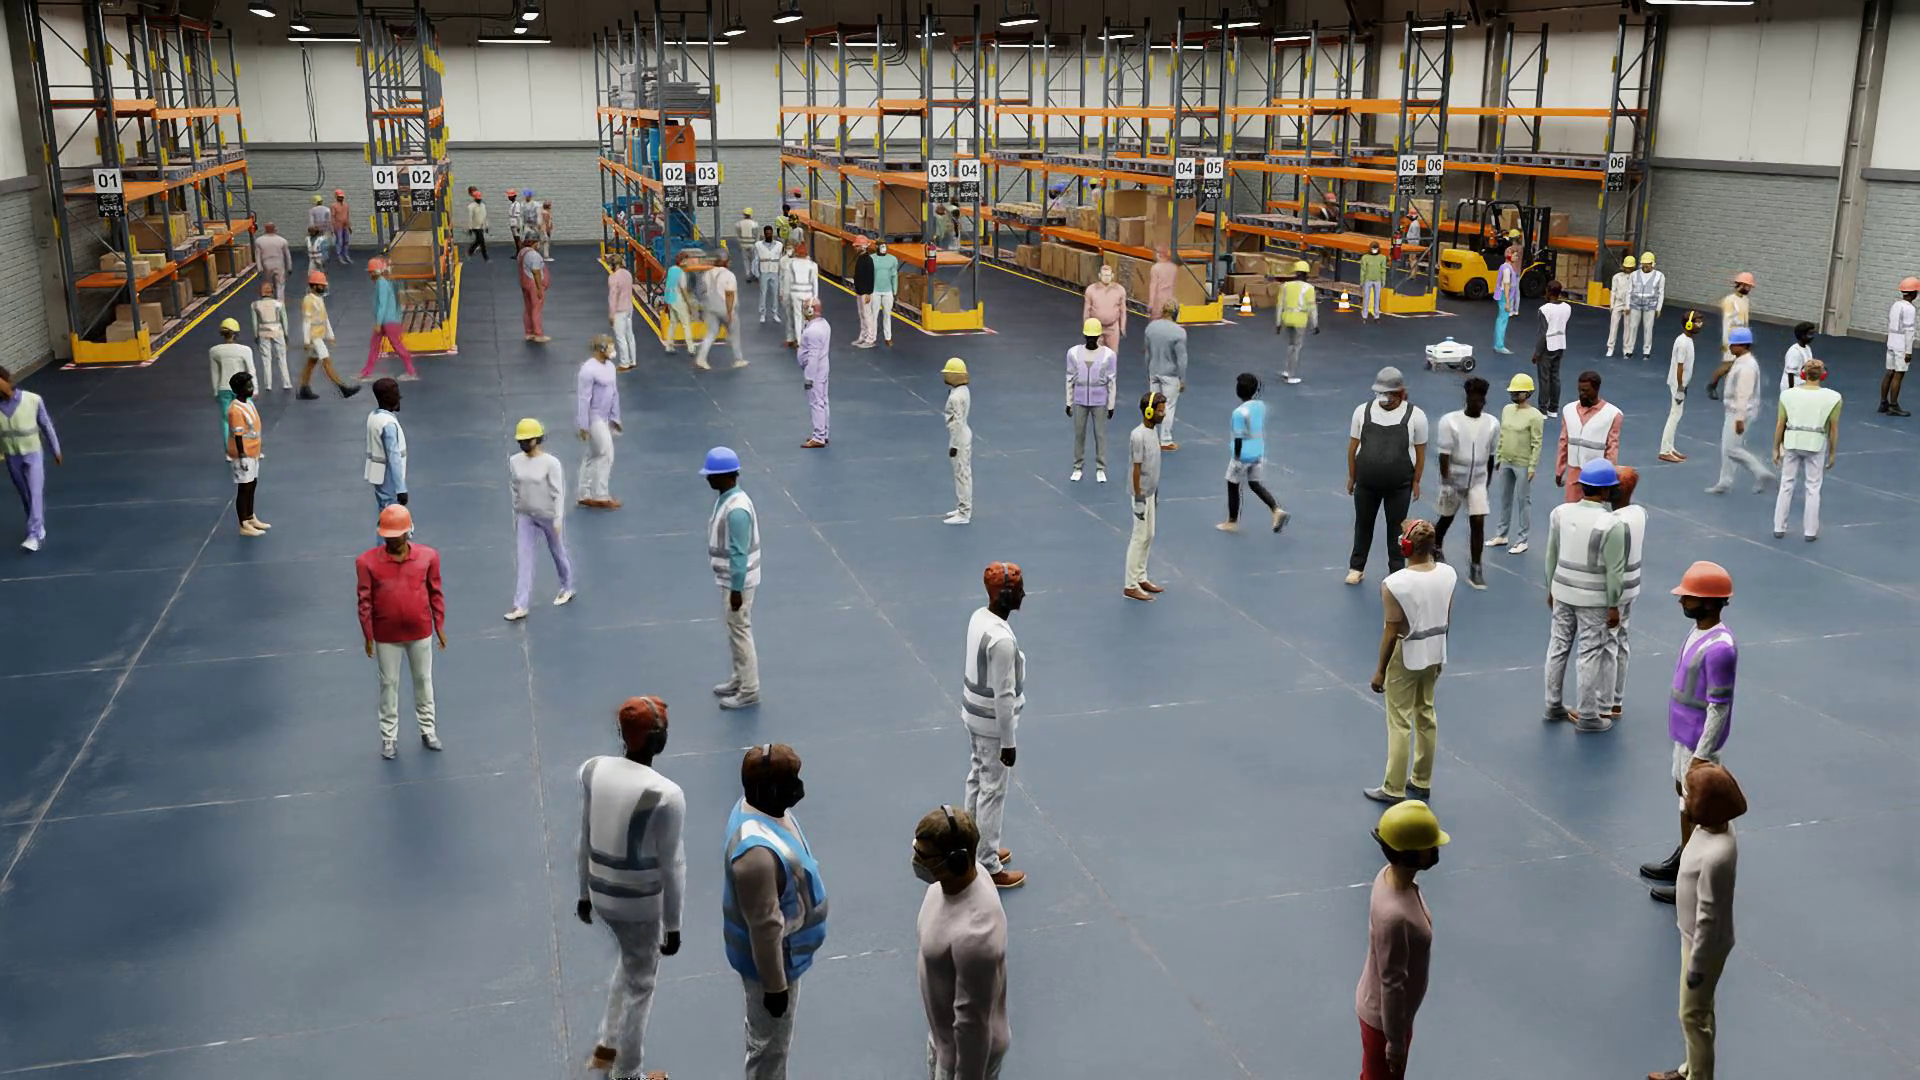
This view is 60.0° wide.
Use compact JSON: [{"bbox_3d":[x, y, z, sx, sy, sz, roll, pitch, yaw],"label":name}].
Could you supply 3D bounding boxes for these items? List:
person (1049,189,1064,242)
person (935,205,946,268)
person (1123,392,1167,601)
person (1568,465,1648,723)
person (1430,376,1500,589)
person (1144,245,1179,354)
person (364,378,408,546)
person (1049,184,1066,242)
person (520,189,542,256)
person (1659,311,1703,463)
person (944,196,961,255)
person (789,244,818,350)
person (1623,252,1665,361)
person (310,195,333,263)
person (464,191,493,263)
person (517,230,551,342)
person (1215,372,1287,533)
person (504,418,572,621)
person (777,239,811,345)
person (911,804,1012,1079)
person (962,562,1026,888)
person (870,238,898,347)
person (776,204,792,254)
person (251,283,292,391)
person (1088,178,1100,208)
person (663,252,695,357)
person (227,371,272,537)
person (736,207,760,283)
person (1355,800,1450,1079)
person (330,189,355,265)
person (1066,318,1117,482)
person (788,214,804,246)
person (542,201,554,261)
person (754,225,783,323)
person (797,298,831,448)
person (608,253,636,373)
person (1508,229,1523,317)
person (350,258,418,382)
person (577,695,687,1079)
[{"bbox_3d":[2.780,-9.233,48.130,0.434,1.809,0.687,-6,16,-22],"label":"person"},{"bbox_3d":[-0.505,-8.014,43.873,0.284,1.633,0.497,-3,15,-12],"label":"person"},{"bbox_3d":[1.656,-0.394,14.780,0.329,1.857,0.524,7,16,24],"label":"person"},{"bbox_3d":[4.599,0.394,11.758,0.356,1.883,0.573,13,19,39],"label":"person"},{"bbox_3d":[4.640,-0.579,15.335,0.589,1.928,0.920,0,15,-2],"label":"person"},{"bbox_3d":[3.482,-4.152,28.864,0.646,1.918,0.411,-12,19,-39],"label":"person"},{"bbox_3d":[-5.195,-0.523,15.137,0.398,1.920,0.588,-10,18,-32],"label":"person"},{"bbox_3d":[2.963,-9.536,49.084,0.814,1.889,0.710,6,16,21],"label":"person"},{"bbox_3d":[-11.971,-8.834,46.424,0.615,1.921,0.880,1,15,2],"label":"person"},{"bbox_3d":[8.836,-1.879,20.366,0.327,1.861,0.500,7,16,24],"label":"person"},{"bbox_3d":[-0.167,-8.289,44.582,0.431,1.812,0.787,-7,16,-25],"label":"person"},{"bbox_3d":[-2.800,-4.346,29.675,0.577,1.835,0.930,0,15,-1],"label":"person"},{"bbox_3d":[11.625,-3.974,28.289,0.603,1.830,0.404,9,17,30],"label":"person"},{"bbox_3d":[-17.290,-8.432,45.131,0.570,1.801,0.619,-4,15,-13],"label":"person"},{"bbox_3d":[-13.122,-8.487,45.084,0.872,1.946,0.631,7,16,24],"label":"person"},{"bbox_3d":[-7.783,-4.668,30.504,0.534,2.000,0.679,-12,19,-37],"label":"person"},{"bbox_3d":[2.974,-0.863,16.865,0.679,1.679,0.533,14,20,42],"label":"person"},{"bbox_3d":[-3.641,-0.202,14.309,0.538,1.712,0.899,5,16,17],"label":"person"},{"bbox_3d":[-2.997,-4.493,30.186,0.689,1.867,0.876,5,16,17],"label":"person"},{"bbox_3d":[-0.002,1.869,6.121,0.375,1.933,0.625,-2,15,-7],"label":"person"},{"bbox_3d":[0.193,1.033,9.374,0.355,1.876,0.574,-3,15,-13],"label":"person"},{"bbox_3d":[-1.411,-4.439,29.836,0.631,1.940,0.372,-4,15,-15],"label":"person"},{"bbox_3d":[-4.508,-7.854,43.147,0.535,1.699,0.322,-7,16,-24],"label":"person"},{"bbox_3d":[-10.498,-3.096,25.357,0.511,1.640,0.308,-5,16,-17],"label":"person"},{"bbox_3d":[4.233,-10.490,52.638,0.390,1.924,0.610,5,16,18],"label":"person"},{"bbox_3d":[-4.839,-4.068,28.711,0.528,1.814,0.580,-10,18,-34],"label":"person"},{"bbox_3d":[-7.253,-0.874,16.903,0.321,1.689,0.529,-1,15,-5],"label":"person"},{"bbox_3d":[-5.086,-7.094,40.081,0.587,1.809,0.441,2,15,6],"label":"person"},{"bbox_3d":[1.703,1.846,6.511,0.305,1.772,0.525,4,15,14],"label":"person"},{"bbox_3d":[-16.594,-8.404,44.648,0.381,1.994,0.622,7,16,25],"label":"person"},{"bbox_3d":[1.508,-1.613,19.245,0.587,1.919,0.402,4,15,14],"label":"person"},{"bbox_3d":[-3.667,-6.321,37.062,0.311,1.864,0.533,-14,20,-43],"label":"person"},{"bbox_3d":[-11.286,-8.451,45.530,0.316,1.633,0.516,-3,15,-10],"label":"person"},{"bbox_3d":[-3.803,-5.299,33.111,0.594,1.917,0.373,-5,16,-19],"label":"person"},{"bbox_3d":[-1.869,-2.135,21.224,0.406,1.911,0.638,2,15,9],"label":"person"},{"bbox_3d":[-5.509,-3.692,27.052,0.374,1.931,0.637,5,16,17],"label":"person"},{"bbox_3d":[11.271,-5.440,33.963,0.536,1.773,0.360,-12,19,-38],"label":"person"},{"bbox_3d":[-9.048,-3.424,26.017,1.017,1.939,0.641,-7,16,-25],"label":"person"},{"bbox_3d":[-1.441,1.591,7.322,0.590,1.857,0.483,10,18,33],"label":"person"}]
